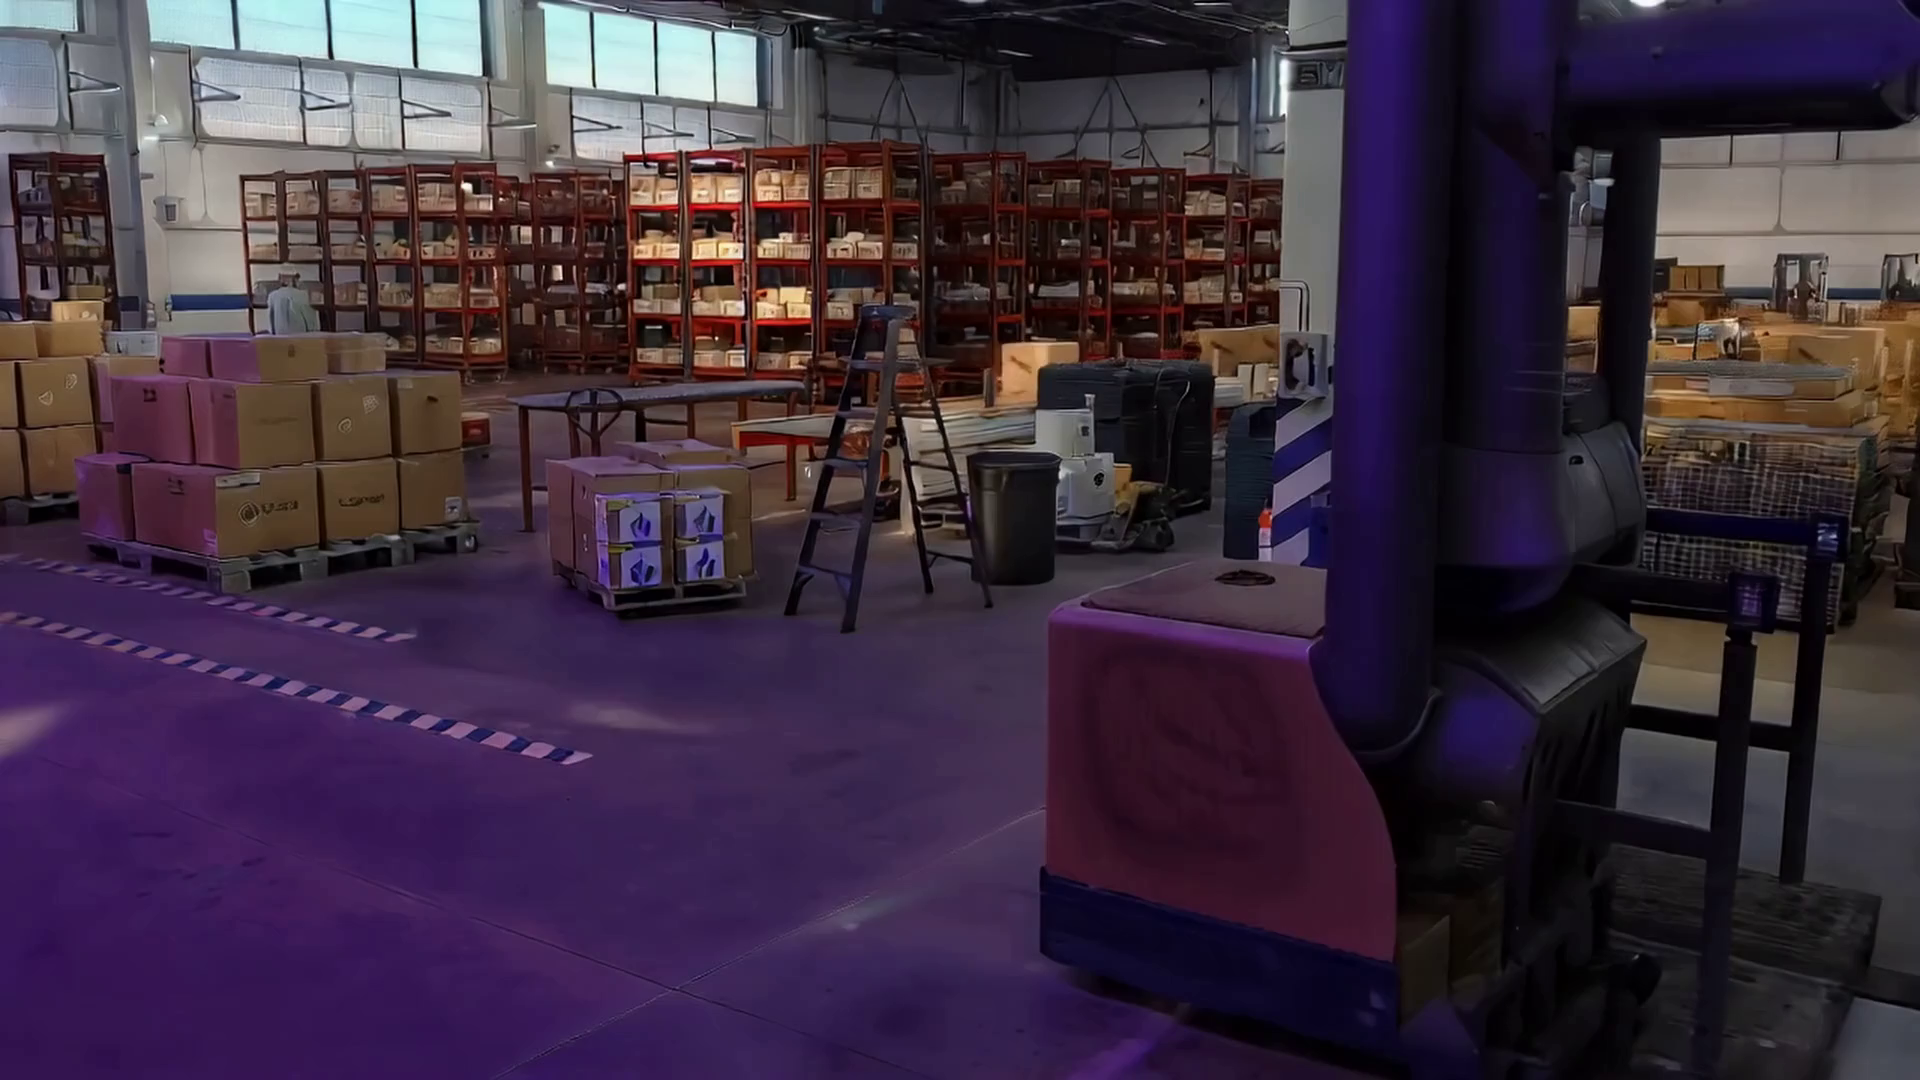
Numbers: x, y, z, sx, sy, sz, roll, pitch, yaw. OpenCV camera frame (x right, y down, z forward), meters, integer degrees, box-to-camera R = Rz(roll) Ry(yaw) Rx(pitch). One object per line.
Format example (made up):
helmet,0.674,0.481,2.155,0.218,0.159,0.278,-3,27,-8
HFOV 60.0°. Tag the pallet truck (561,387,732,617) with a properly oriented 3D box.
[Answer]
pallet truck,-1.981,-0.274,10.088,0.680,1.201,1.601,-5,11,-28

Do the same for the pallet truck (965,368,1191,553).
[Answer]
pallet truck,0.845,-0.609,11.869,1.630,1.274,0.653,7,12,35

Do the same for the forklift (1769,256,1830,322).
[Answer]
forklift,20.253,-5.854,40.139,1.157,1.987,2.680,7,12,35

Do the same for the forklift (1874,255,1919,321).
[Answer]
forklift,22.089,-5.634,38.796,1.157,1.987,2.680,6,11,33

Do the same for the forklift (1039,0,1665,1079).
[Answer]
forklift,1.249,-0.137,4.360,1.873,2.768,1.129,7,12,35

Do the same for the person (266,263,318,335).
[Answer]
person,-8.533,-2.539,21.293,0.612,1.996,0.376,-1,10,-8
